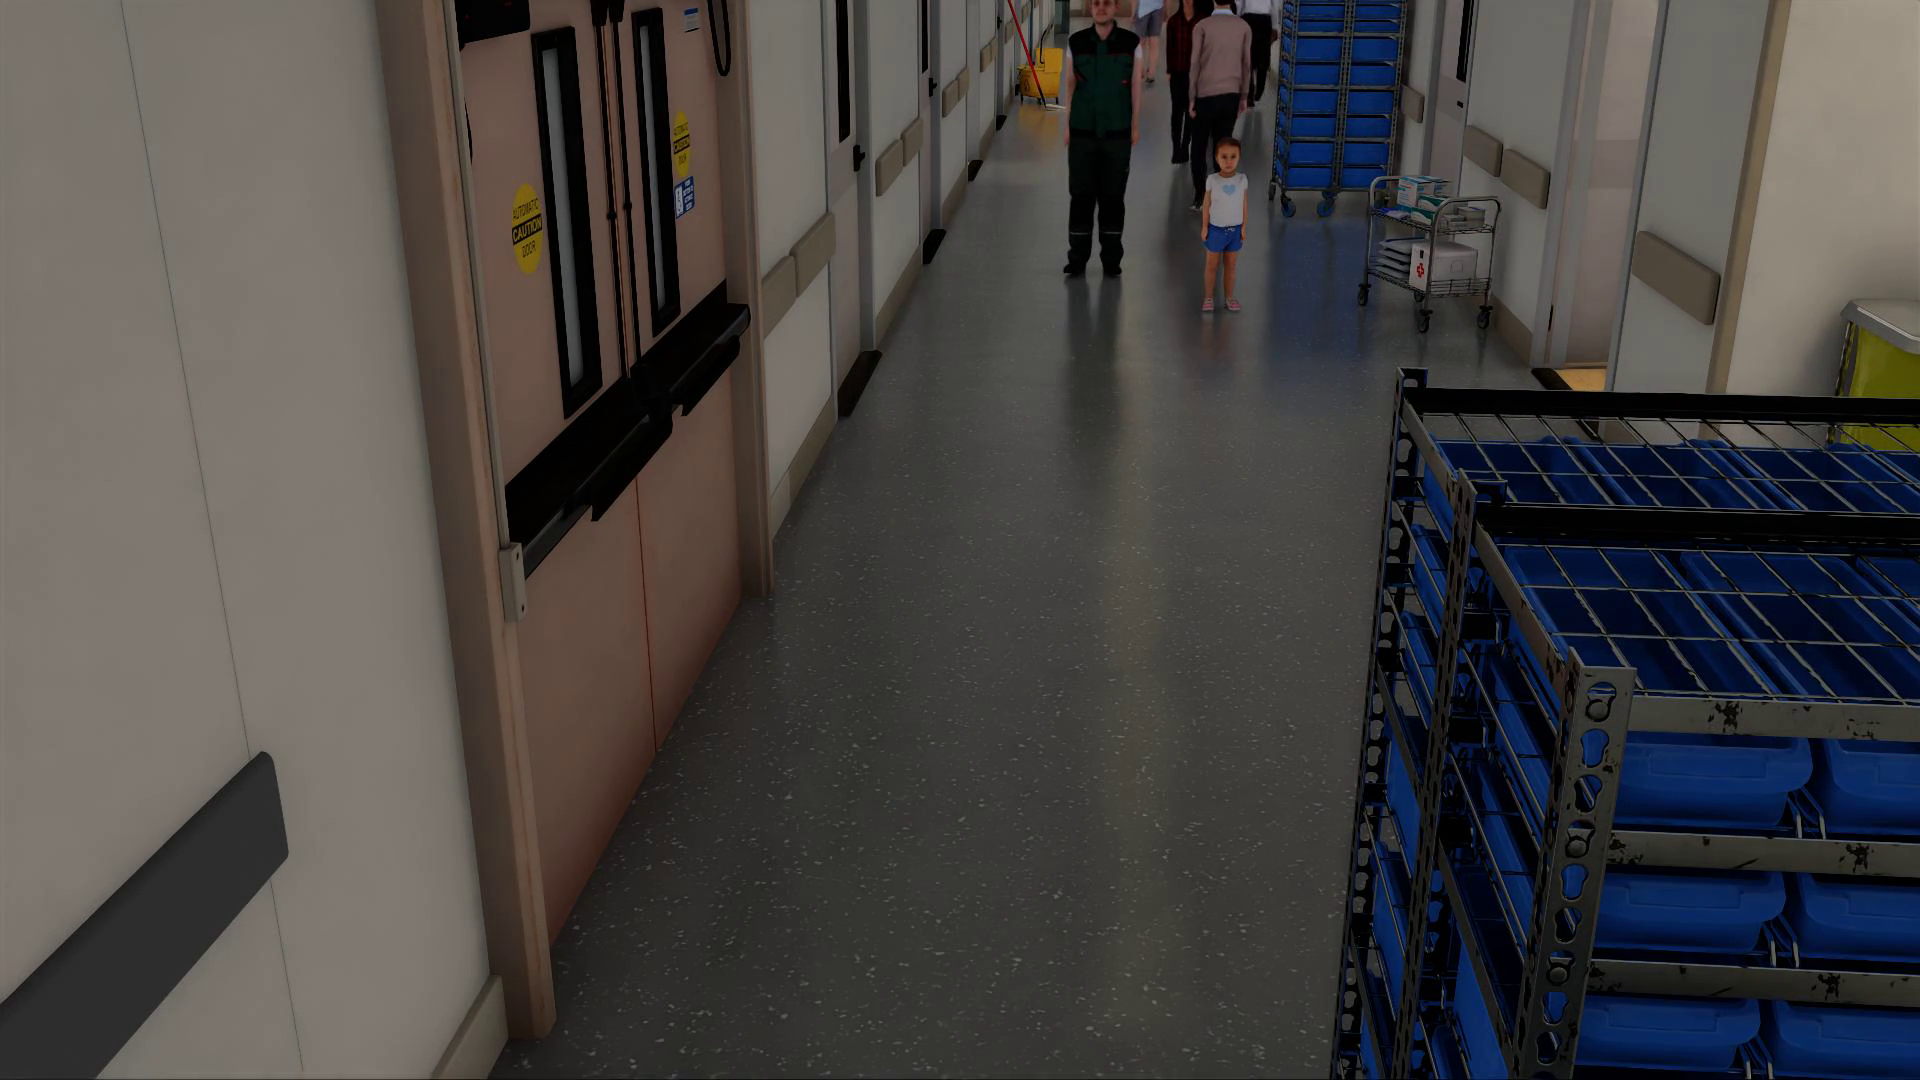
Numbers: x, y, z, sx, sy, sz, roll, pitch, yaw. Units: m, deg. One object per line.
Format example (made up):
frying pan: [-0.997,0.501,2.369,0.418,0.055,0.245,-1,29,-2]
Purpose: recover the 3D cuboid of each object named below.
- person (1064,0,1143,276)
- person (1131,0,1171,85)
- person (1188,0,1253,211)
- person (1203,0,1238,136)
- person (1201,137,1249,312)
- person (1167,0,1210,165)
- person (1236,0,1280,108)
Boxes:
person: [0.904,-2.628,10.673,0.635,1.842,0.555,2,21,6]
person: [2.580,-7.119,22.607,0.708,1.791,1.142,1,21,3]
person: [1.947,-3.303,12.528,0.693,1.792,0.751,-1,21,-3]
person: [2.639,-5.149,17.522,0.736,1.708,0.909,5,21,13]
person: [1.564,-1.865,9.825,0.438,1.019,0.450,-1,21,-3]
person: [2.125,-4.326,15.459,0.615,1.630,0.906,2,21,6]
person: [3.489,-6.002,19.668,0.676,1.783,1.213,3,21,7]
